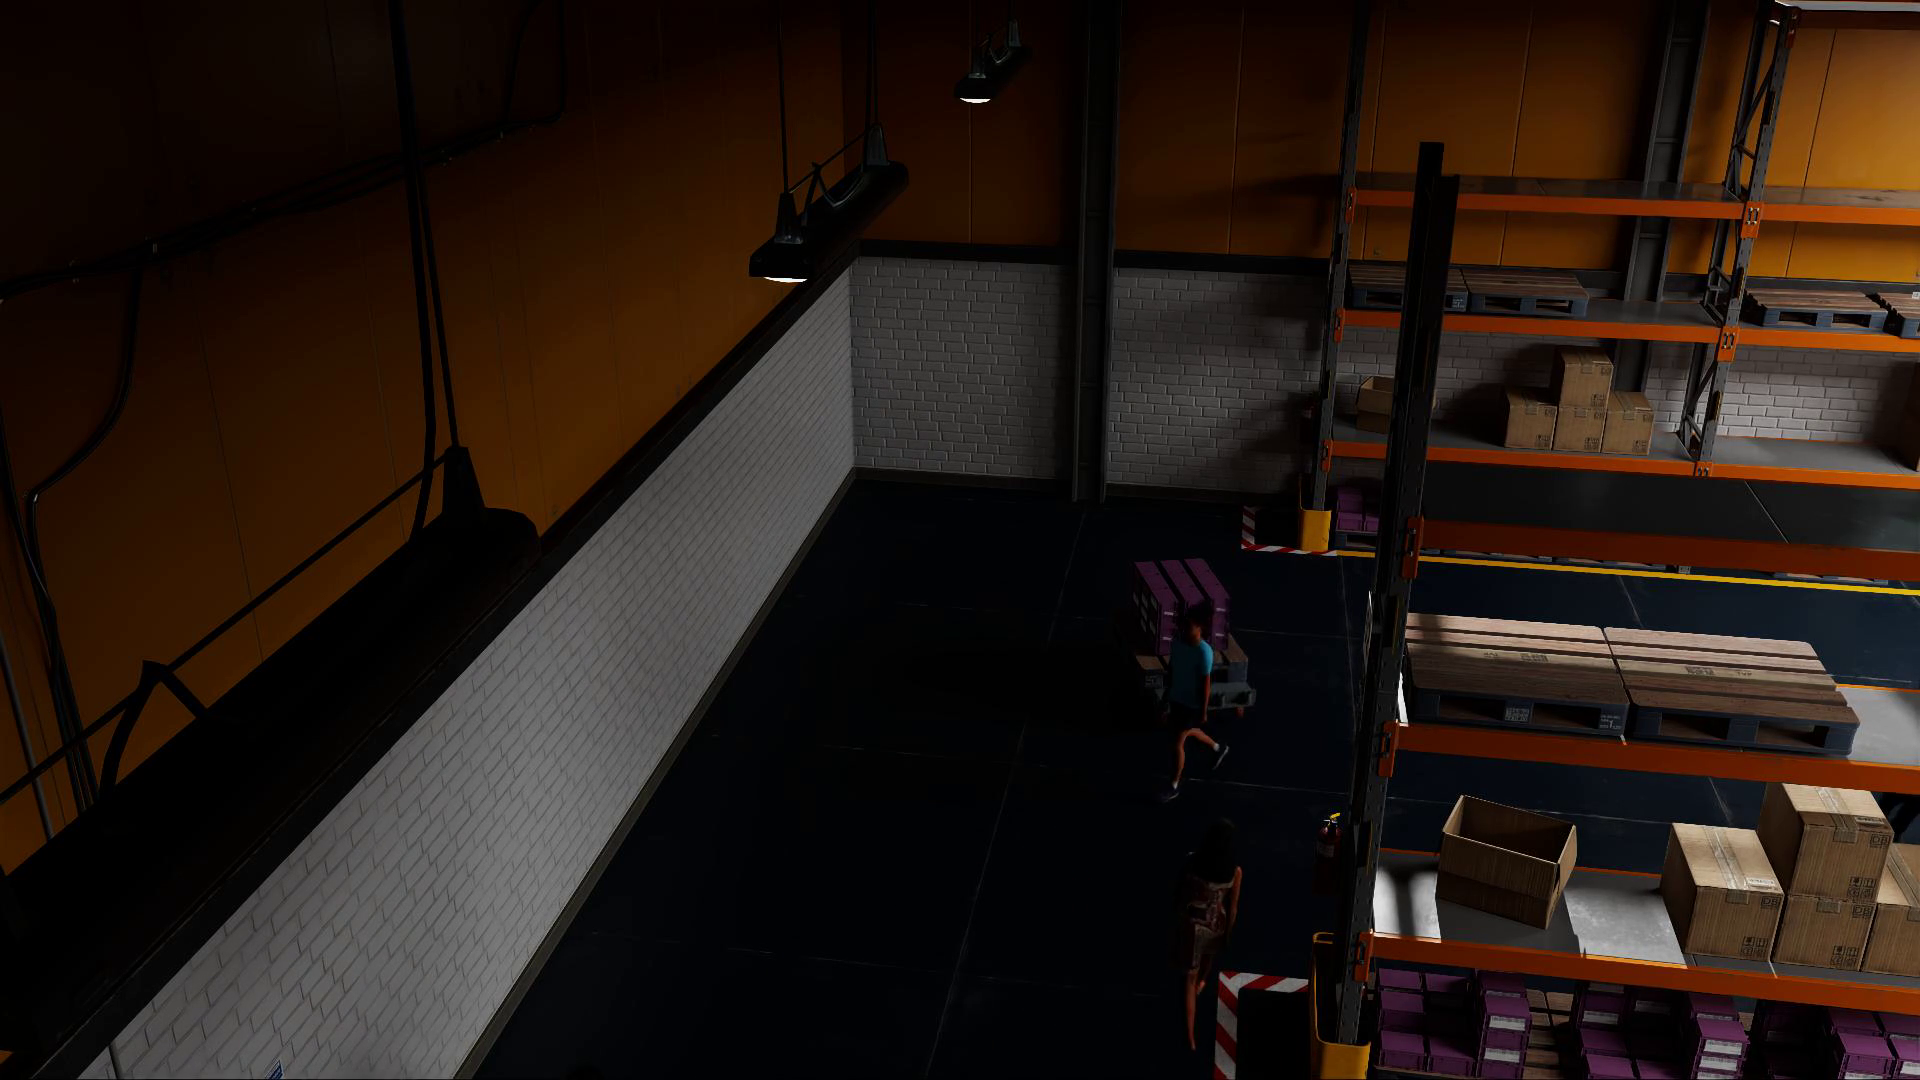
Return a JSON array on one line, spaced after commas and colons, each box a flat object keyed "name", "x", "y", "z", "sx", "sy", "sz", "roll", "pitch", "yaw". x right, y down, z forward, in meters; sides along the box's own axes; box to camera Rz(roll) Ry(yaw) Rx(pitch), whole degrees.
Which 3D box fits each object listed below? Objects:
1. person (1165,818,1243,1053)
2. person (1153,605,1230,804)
[{"name": "person", "x": 1.618, "y": 2.655, "z": 11.138, "sx": 1.090, "sy": 1.596, "sz": 0.716, "roll": 2, "pitch": 24, "yaw": 5}, {"name": "person", "x": 1.972, "y": 1.334, "z": 13.968, "sx": 1.155, "sy": 1.751, "sz": 1.024, "roll": -12, "pitch": 26, "yaw": -25}]
